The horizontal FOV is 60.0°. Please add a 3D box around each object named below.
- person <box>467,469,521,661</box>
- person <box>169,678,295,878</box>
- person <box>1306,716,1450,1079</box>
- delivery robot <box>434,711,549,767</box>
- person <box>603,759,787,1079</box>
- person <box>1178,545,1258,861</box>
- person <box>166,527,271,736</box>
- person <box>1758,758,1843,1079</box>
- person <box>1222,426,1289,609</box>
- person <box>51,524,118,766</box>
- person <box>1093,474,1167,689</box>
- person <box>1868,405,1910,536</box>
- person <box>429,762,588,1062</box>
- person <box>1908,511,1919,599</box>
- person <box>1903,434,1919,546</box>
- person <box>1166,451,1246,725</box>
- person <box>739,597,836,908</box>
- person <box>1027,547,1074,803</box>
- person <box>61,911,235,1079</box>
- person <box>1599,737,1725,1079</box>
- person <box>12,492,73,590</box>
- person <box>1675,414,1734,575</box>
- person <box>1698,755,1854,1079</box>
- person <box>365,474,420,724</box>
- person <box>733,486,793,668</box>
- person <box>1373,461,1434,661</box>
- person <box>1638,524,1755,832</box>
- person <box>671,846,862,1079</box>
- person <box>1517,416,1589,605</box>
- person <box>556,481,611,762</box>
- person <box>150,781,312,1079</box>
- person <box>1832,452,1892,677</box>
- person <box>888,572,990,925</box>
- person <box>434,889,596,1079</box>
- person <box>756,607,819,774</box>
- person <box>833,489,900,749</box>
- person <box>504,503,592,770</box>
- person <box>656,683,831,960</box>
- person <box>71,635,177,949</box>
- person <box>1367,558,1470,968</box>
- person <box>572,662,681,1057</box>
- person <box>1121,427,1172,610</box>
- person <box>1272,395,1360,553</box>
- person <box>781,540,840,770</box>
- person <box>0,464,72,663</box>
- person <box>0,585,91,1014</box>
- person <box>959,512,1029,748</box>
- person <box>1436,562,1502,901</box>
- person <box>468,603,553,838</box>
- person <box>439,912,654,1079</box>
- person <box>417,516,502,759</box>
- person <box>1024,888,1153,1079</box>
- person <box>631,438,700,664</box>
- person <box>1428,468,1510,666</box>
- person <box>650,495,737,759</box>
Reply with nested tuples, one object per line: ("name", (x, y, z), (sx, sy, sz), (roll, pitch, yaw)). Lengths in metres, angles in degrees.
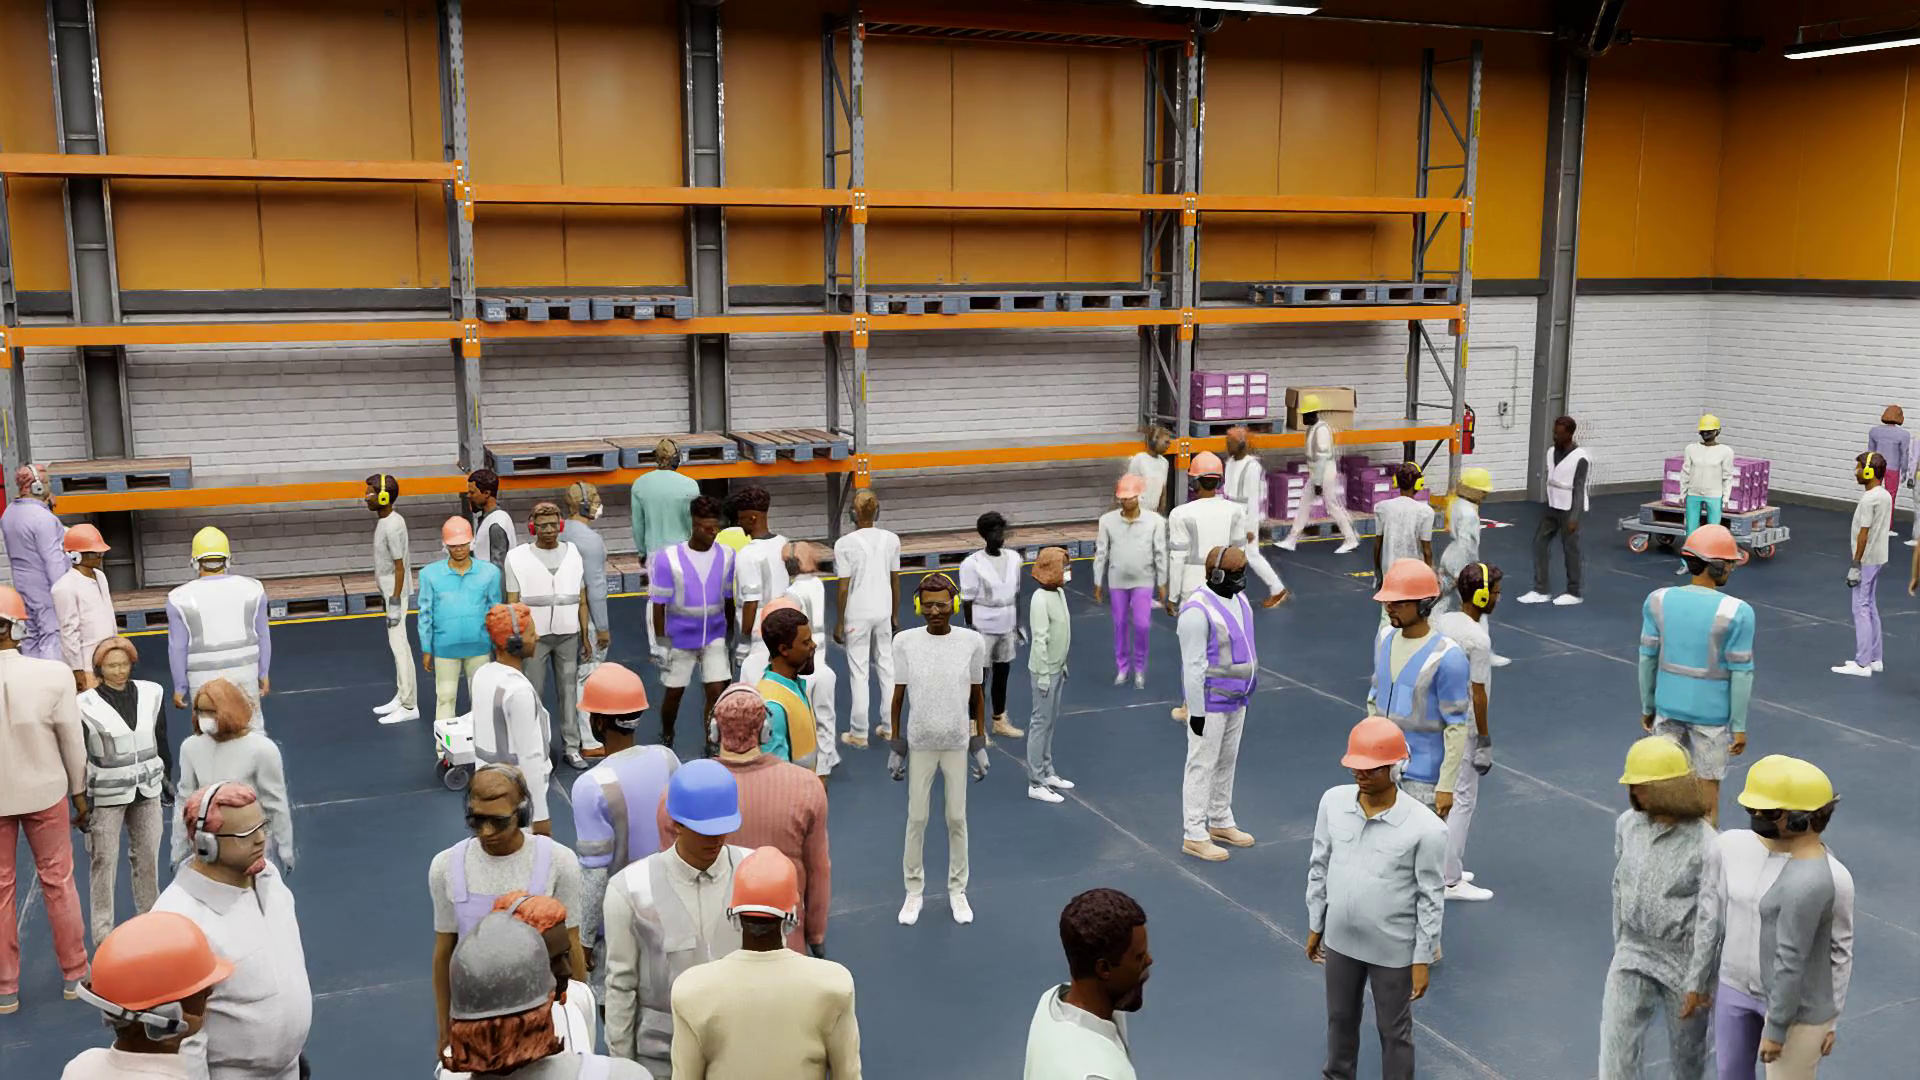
("person", (-3.438, 0.418, 12.392), (0.386, 1.911, 0.589), (-4, 11, -22))
("person", (-3.334, 1.422, 7.513), (0.521, 1.592, 0.838), (3, 10, 16))
("person", (1.579, 1.530, 6.423), (0.563, 1.752, 0.328), (9, 13, 42))
("delivery robot", (-3.110, 1.280, 11.047), (0.707, 0.478, 0.477), (-6, 11, -30))
("person", (-0.830, 1.628, 5.335), (0.605, 1.939, 0.416), (-5, 11, -25))
("person", (1.509, 0.930, 9.664), (0.429, 1.836, 0.623), (7, 12, 37))
("person", (-4.548, 0.828, 10.238), (0.591, 1.834, 0.404), (-7, 12, -36))
("person", (2.905, 1.630, 5.851), (0.340, 1.759, 0.532), (6, 11, 30))
("person", (2.776, -0.202, 16.158), (0.962, 1.848, 0.593), (-4, 11, -22))
("person", (-5.662, 0.759, 10.867), (0.329, 1.751, 0.569), (-1, 10, -5))
("person", (1.348, 0.337, 13.342), (0.586, 1.734, 0.527), (3, 10, 15))
("person", (11.440, -0.854, 20.533), (0.279, 1.624, 0.494), (-7, 12, -36))
("person", (-1.517, 1.627, 5.638), (0.511, 1.838, 0.351), (0, 10, -2))
("person", (7.789, 0.331, 13.101), (0.429, 1.829, 0.542), (-5, 11, -25))
("person", (11.508, -0.725, 19.774), (0.519, 1.631, 0.316), (-2, 10, -14))
("person", (1.803, 0.362, 12.323), (0.607, 2.044, 0.372), (-3, 10, -17))
("person", (-0.916, 1.151, 8.610), (0.563, 1.750, 0.327), (4, 11, 21))
("person", (0.587, 0.849, 10.695), (0.280, 1.634, 0.498), (3, 10, 17))
("person", (-1.865, 1.840, 3.943), (0.612, 1.994, 0.395), (7, 12, 36))
("person", (2.567, 1.595, 6.198), (0.735, 1.702, 0.490), (-8, 13, -40))
("person", (-7.174, 0.430, 13.087), (0.513, 1.641, 0.309), (0, 10, -2))
("person", (8.019, -0.470, 17.915), (0.533, 1.768, 0.311), (8, 13, 39))
("person", (2.855, 1.615, 5.901), (0.327, 1.767, 0.533), (-6, 12, -32))
("person", (-4.250, 0.432, 12.413), (0.332, 1.874, 0.520), (-4, 11, -21))
("person", (-1.323, 0.612, 11.116), (0.384, 1.960, 0.609), (4, 11, 23))
("person", (3.512, 0.303, 13.185), (0.506, 1.864, 0.331), (8, 13, 38))
("person", (4.012, 0.925, 9.083), (0.395, 2.040, 0.609), (-8, 13, -39))
("person", (-0.578, 1.774, 5.016), (0.573, 1.750, 0.331), (-1, 10, -7))
("person", (5.868, -0.275, 16.414), (0.769, 1.889, 0.634), (-3, 10, -16))
("person", (-2.607, 0.556, 11.503), (0.376, 1.940, 0.627), (-8, 12, -37))
("person", (-2.216, 1.671, 5.173), (0.409, 1.908, 0.639), (1, 10, 4))
("person", (7.534, 0.200, 13.803), (0.328, 1.859, 0.515), (9, 13, 42))
("person", (-0.110, 1.082, 8.670), (0.535, 1.869, 0.314), (0, 10, -3))
("person", (-1.097, 1.826, 4.351), (0.355, 1.882, 0.576), (3, 10, 18))
("person", (-0.800, 1.247, 7.572), (0.382, 1.921, 0.596), (0, 10, -2))
("person", (-0.660, 0.559, 11.757), (0.505, 1.846, 0.347), (-6, 11, -30))
("person", (-2.762, 0.657, 11.200), (0.566, 1.843, 0.389), (-6, 11, -30))
("person", (-0.810, 1.478, 6.283), (0.642, 1.909, 0.399), (-2, 10, -12))
("person", (-4.137, 1.274, 8.233), (0.308, 1.636, 0.524), (6, 12, 32))
("person", (2.171, 1.093, 8.109), (0.393, 2.041, 0.614), (-5, 11, -25))
("person", (-1.320, 1.428, 6.482), (0.356, 1.936, 0.551), (5, 11, 28))
("person", (1.855, -0.220, 16.391), (0.696, 1.795, 0.514), (8, 13, 38))
("person", (4.176, -0.751, 19.276), (1.016, 1.873, 0.633), (-1, 10, -8))
("person", (-1.098, 0.788, 11.125), (0.601, 1.604, 0.564), (3, 10, 15))
("person", (-6.961, 0.370, 12.655), (0.643, 1.913, 0.410), (7, 12, 34))
("person", (-4.373, 1.193, 7.702), (0.611, 1.984, 0.401), (-5, 11, -27))
("person", (0.246, 0.628, 11.834), (0.583, 1.687, 0.320), (-7, 12, -36))
("person", (2.729, 1.032, 9.008), (0.338, 1.858, 0.524), (-2, 10, -9))
("person", (-2.088, 1.223, 7.820), (0.355, 1.883, 0.572), (-8, 12, -37))
("person", (-1.021, 1.833, 3.854), (0.675, 2.000, 0.537), (-7, 12, -34))
("person", (-3.342, 0.704, 11.178), (0.562, 1.753, 0.327), (-4, 11, -22))
("person", (0.310, 1.822, 4.307), (0.400, 1.915, 0.591), (0, 10, -3))
("person", (-2.464, 0.105, 14.101), (0.635, 1.937, 0.353), (3, 10, 17))
("person", (4.306, 0.232, 14.015), (0.796, 1.695, 0.520), (0, 10, 0))
("person", (-1.815, 0.622, 11.187), (0.624, 1.928, 0.719), (-6, 11, -29))
